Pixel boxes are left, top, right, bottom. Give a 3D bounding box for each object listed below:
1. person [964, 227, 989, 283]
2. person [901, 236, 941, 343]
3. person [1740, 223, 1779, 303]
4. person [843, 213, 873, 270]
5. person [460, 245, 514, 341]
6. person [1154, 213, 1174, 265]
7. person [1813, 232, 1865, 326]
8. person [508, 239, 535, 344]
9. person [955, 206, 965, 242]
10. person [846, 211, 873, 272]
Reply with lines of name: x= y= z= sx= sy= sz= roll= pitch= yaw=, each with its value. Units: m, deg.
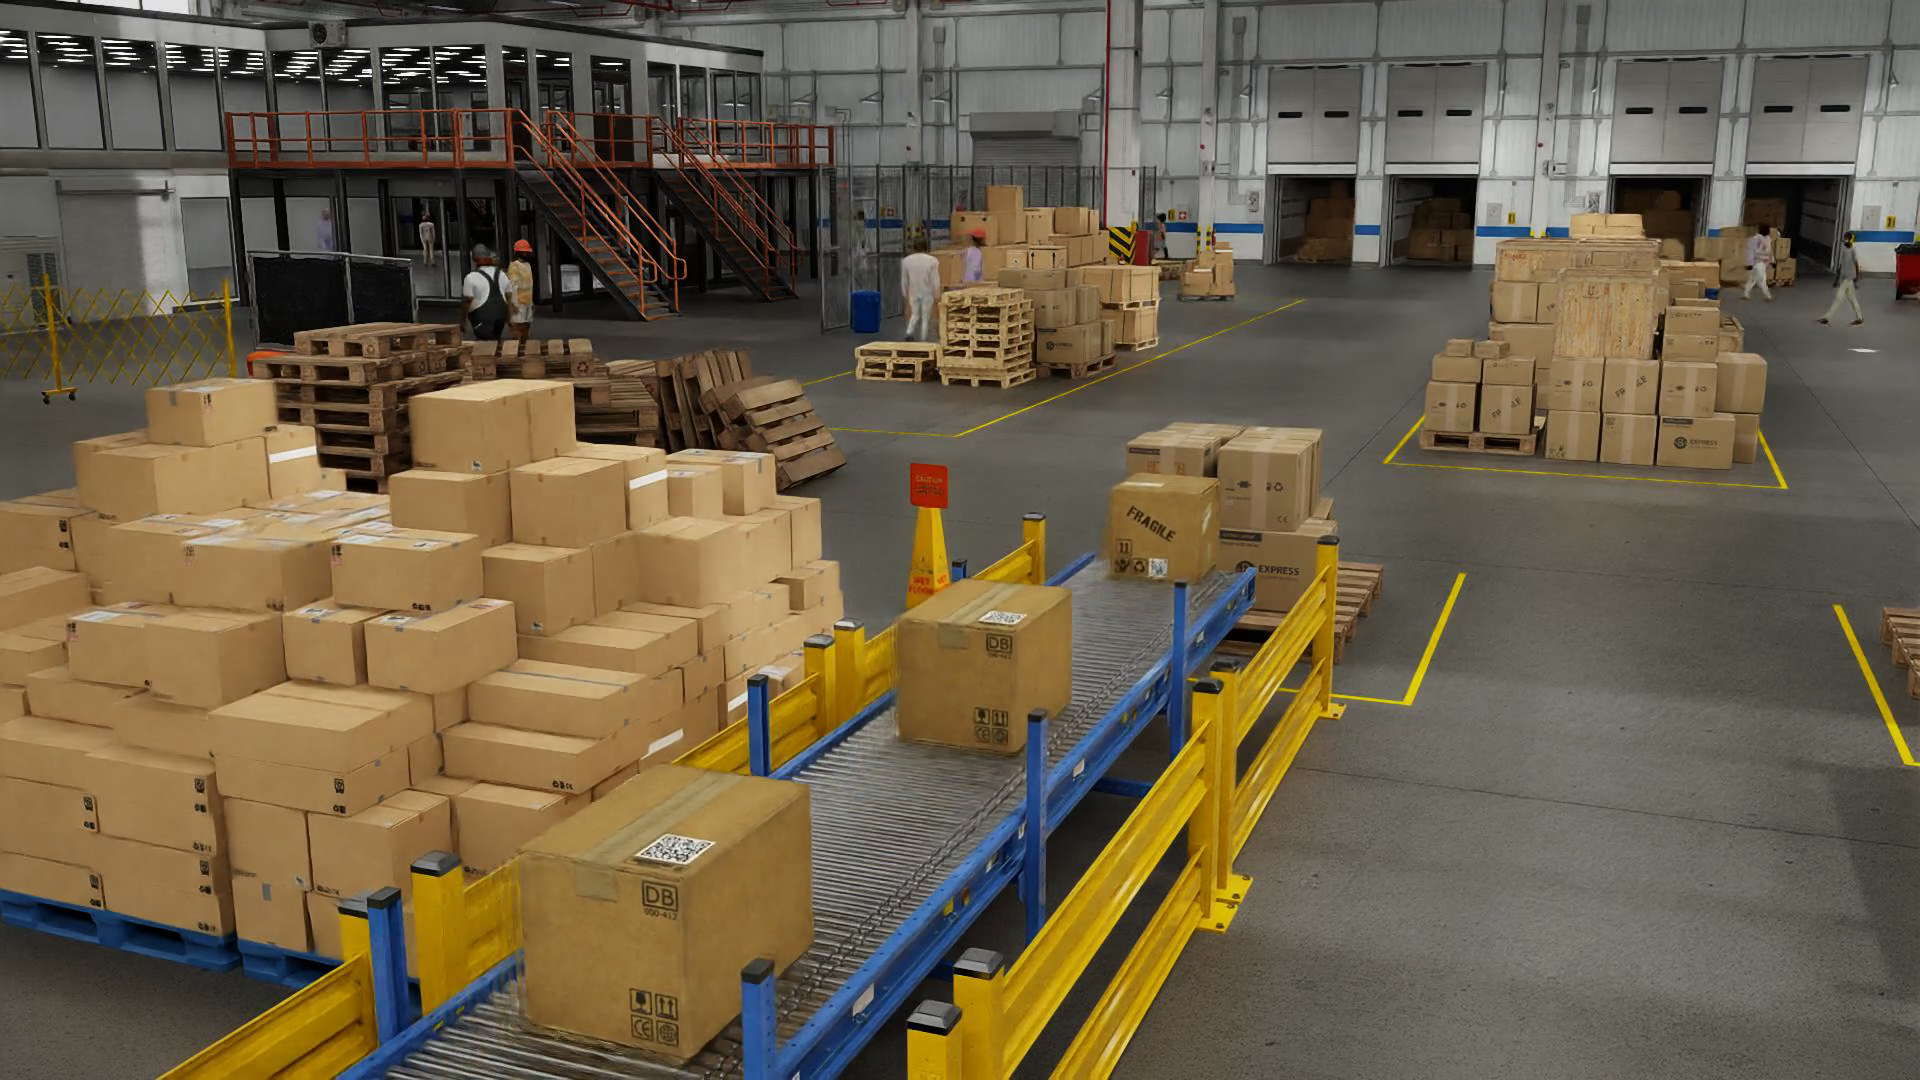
person: x=0.161 y=-4.544 z=29.539 sx=0.718 sy=2.020 sz=0.629 roll=-2 pitch=13 yaw=-9
person: x=-0.636 y=-4.042 z=27.482 sx=0.633 sy=1.924 sz=0.463 roll=5 pitch=13 yaw=21
person: x=18.370 y=-6.340 z=38.096 sx=0.629 sy=1.794 sz=0.953 roll=-11 pitch=16 yaw=-39
person: x=-3.111 y=-8.949 z=49.946 sx=0.900 sy=1.725 sz=0.533 roll=-3 pitch=13 yaw=-15
person: x=-6.610 y=-3.106 z=23.016 sx=1.043 sy=2.000 sz=0.705 roll=10 pitch=16 yaw=37
person: x=6.299 y=-9.470 z=52.443 sx=0.870 sy=1.653 sz=0.534 roll=2 pitch=13 yaw=9
person: x=17.194 y=-5.063 z=32.298 sx=1.005 sy=1.817 sz=0.543 roll=1 pitch=13 yaw=3
person: x=-6.817 y=-3.728 z=26.043 sx=0.375 sy=1.935 sz=0.551 roll=3 pitch=13 yaw=14
person: x=0.002 y=-8.461 z=47.136 sx=0.609 sy=1.996 sz=0.379 roll=5 pitch=13 yaw=20
person: x=-3.004 y=-8.796 z=49.074 sx=0.812 sy=1.819 sz=0.636 roll=-3 pitch=13 yaw=-14
